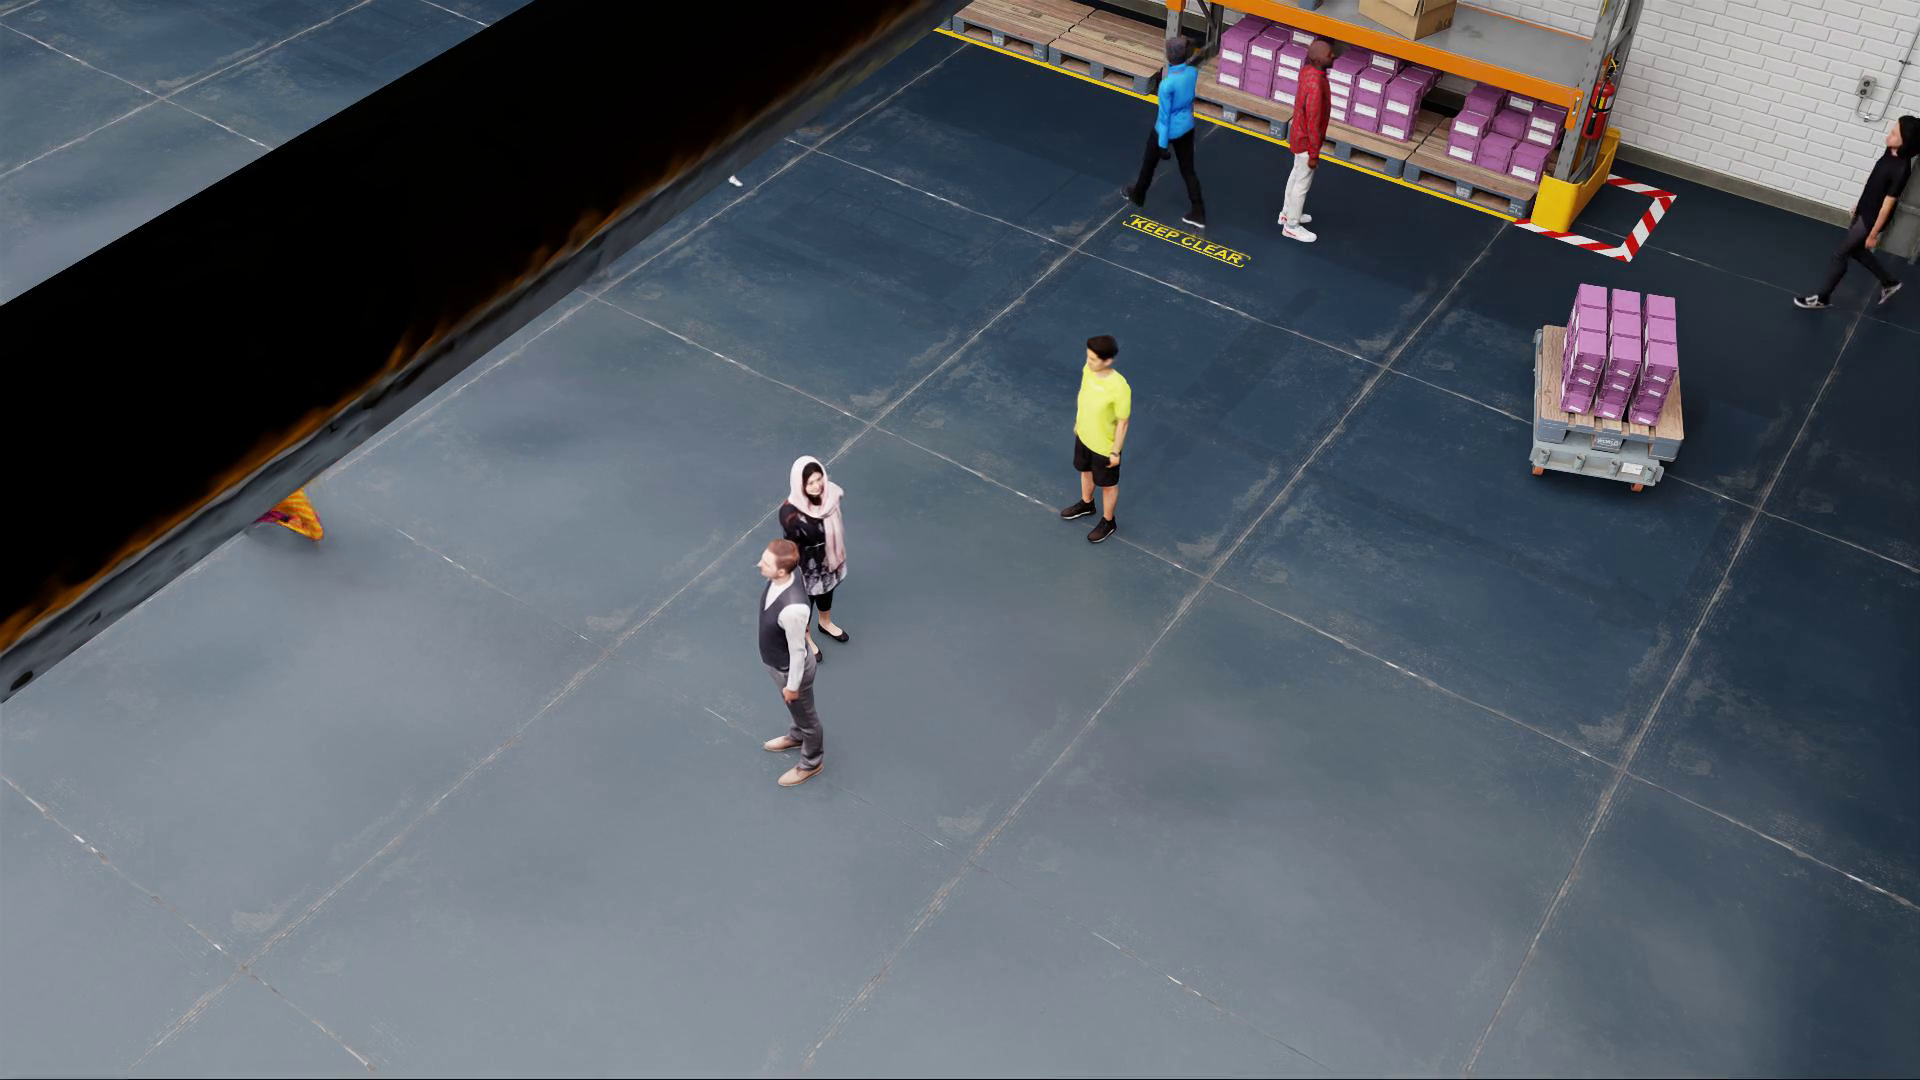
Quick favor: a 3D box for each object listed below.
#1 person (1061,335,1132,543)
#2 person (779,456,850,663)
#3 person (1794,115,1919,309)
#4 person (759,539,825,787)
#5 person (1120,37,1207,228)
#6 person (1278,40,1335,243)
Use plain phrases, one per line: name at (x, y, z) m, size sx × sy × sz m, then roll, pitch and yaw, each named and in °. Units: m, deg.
person at (0.982, -0.748, 11.670) m, size 0.751 × 1.708 × 0.588 m, roll -26°, pitch 49°, yaw -25°
person at (-0.949, 0.094, 10.838) m, size 0.655 × 1.637 × 0.658 m, roll 32°, pitch 52°, yaw 29°
person at (7.529, -2.638, 13.581) m, size 1.084 × 1.810 × 0.833 m, roll 12°, pitch 45°, yaw 13°
person at (-1.012, 0.706, 9.978) m, size 0.807 × 1.938 × 0.713 m, roll -13°, pitch 45°, yaw -13°
person at (1.946, -3.537, 14.564) m, size 0.873 × 1.756 × 1.233 m, roll -28°, pitch 50°, yaw -26°
person at (3.021, -3.496, 14.476) m, size 0.765 × 1.819 × 0.755 m, roll 2°, pitch 44°, yaw 2°
